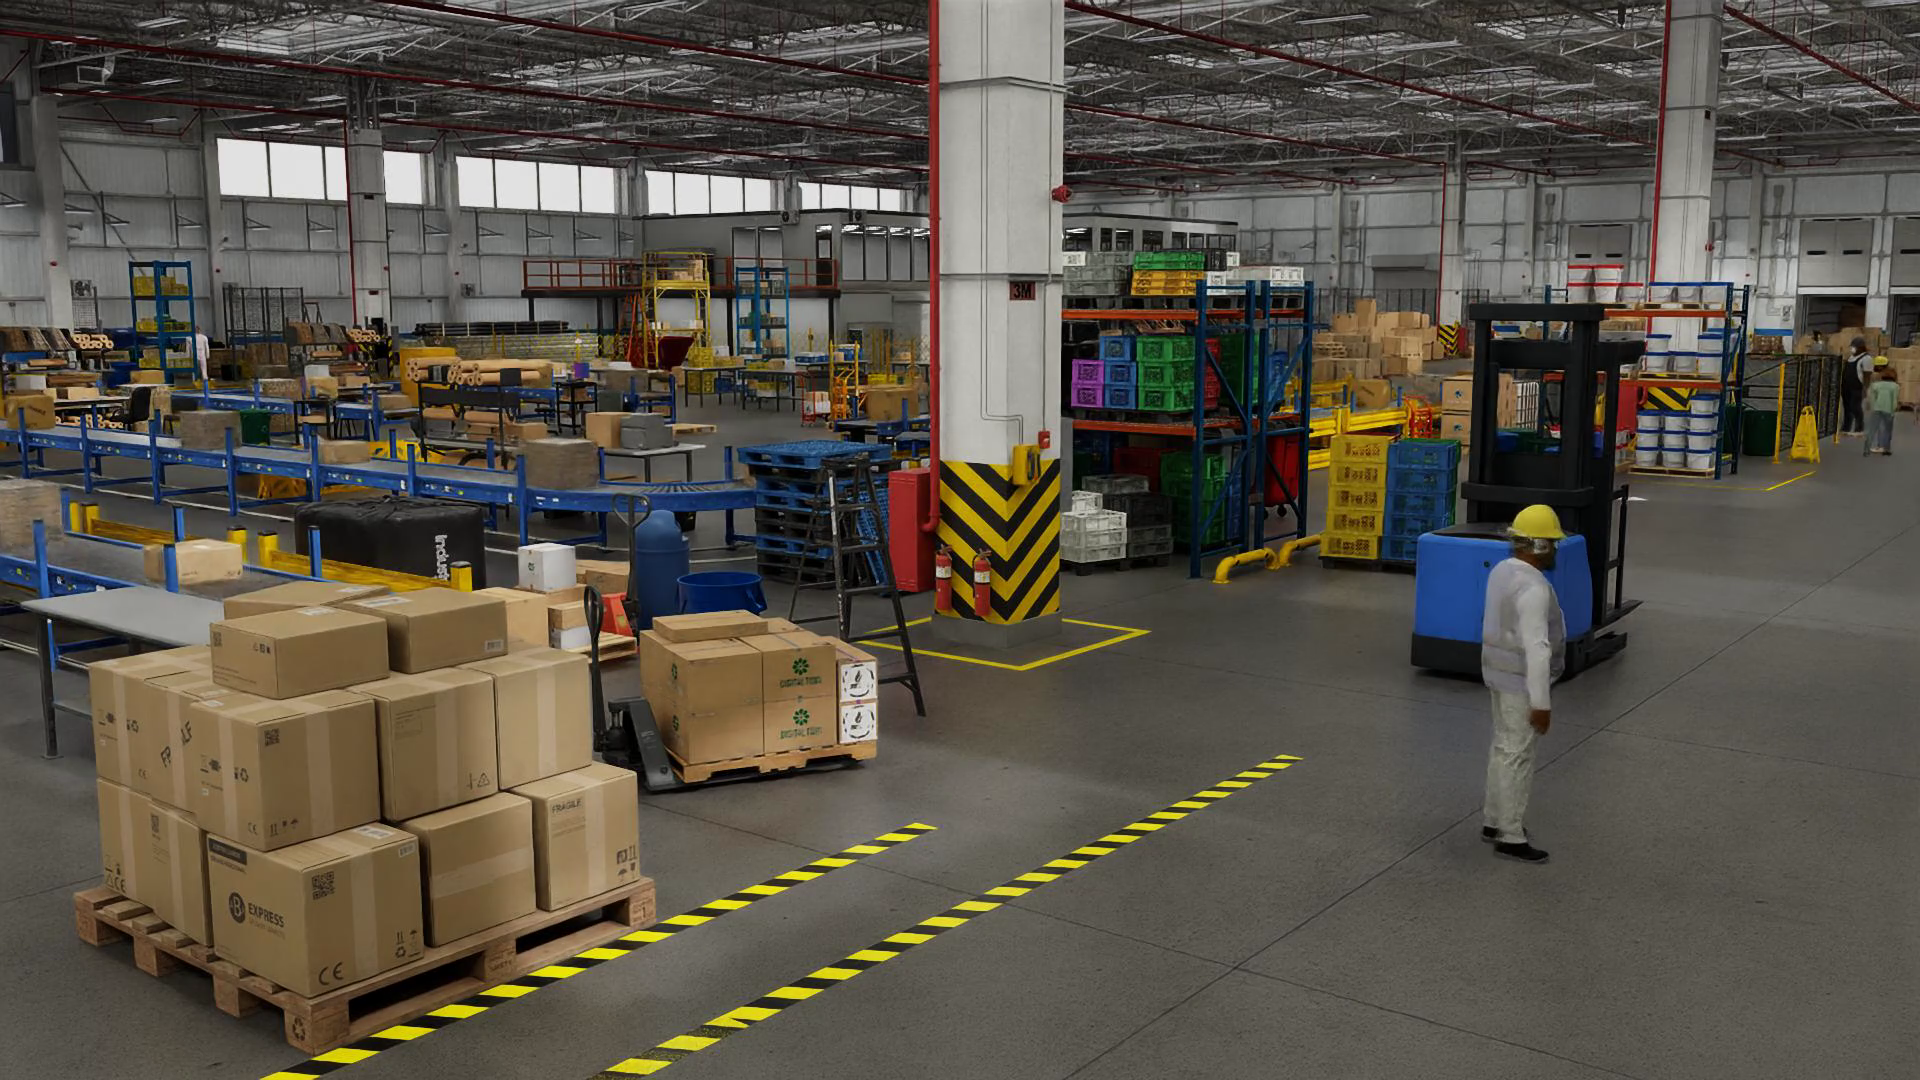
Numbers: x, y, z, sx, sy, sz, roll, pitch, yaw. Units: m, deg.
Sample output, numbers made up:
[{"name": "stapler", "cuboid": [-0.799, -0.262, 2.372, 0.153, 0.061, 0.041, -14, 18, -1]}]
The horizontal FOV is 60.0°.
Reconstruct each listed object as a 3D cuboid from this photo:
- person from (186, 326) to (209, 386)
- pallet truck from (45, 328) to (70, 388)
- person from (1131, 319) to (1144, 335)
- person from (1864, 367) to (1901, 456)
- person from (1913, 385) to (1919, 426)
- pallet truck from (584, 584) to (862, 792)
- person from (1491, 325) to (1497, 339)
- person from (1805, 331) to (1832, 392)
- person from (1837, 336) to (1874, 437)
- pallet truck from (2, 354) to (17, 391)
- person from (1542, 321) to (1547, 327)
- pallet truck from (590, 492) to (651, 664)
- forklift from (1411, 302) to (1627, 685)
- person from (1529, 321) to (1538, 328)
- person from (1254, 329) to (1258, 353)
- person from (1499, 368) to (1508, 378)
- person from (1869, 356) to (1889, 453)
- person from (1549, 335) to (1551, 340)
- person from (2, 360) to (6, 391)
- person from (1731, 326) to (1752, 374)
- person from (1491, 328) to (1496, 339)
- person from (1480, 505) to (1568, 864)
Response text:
[{"name": "person", "cuboid": [-23.532, -5.664, 51.356, 0.645, 1.905, 0.400, -4, 9, -24]}, {"name": "pallet truck", "cuboid": [-23.775, -4.544, 43.495, 1.885, 1.965, 0.823, 6, 10, 35]}, {"name": "person", "cuboid": [7.135, -7.873, 66.391, 0.684, 1.855, 0.615, -5, 10, -32]}, {"name": "person", "cuboid": [16.365, -2.272, 29.535, 0.782, 1.601, 0.519, -6, 10, -34]}, {"name": "person", "cuboid": [16.094, -2.044, 27.515, 0.529, 1.727, 0.816, 7, 11, 41]}, {"name": "pallet truck", "cuboid": [-1.426, 0.805, 10.019, 1.601, 1.201, 0.680, -4, 9, -26]}, {"name": "person", "cuboid": [17.062, -6.025, 53.753, 0.558, 1.918, 0.514, 4, 9, 24]}, {"name": "person", "cuboid": [25.125, -5.220, 48.668, 0.990, 1.824, 0.532, -1, 8, -4]}, {"name": "person", "cuboid": [18.037, -3.096, 33.589, 0.536, 2.000, 0.682, -1, 8, -5]}, {"name": "pallet truck", "cuboid": [-24.881, -4.417, 42.634, 1.885, 1.965, 0.823, 8, 11, 41]}, {"name": "person", "cuboid": [22.631, -7.552, 64.052, 0.488, 1.909, 0.649, -1, 8, -7]}, {"name": "pallet truck", "cuboid": [-3.115, 0.344, 12.883, 0.653, 1.274, 1.630, 7, 11, 37]}, {"name": "forklift", "cuboid": [4.379, -0.438, 12.852, 1.129, 2.768, 1.873, 7, 11, 37]}, {"name": "person", "cuboid": [26.275, -9.321, 76.219, 0.429, 1.844, 0.625, 1, 8, 4]}, {"name": "person", "cuboid": [9.213, -5.861, 52.749, 0.997, 1.894, 0.548, 3, 9, 18]}, {"name": "person", "cuboid": [12.968, -3.887, 40.067, 0.533, 1.697, 0.322, -2, 9, -12]}, {"name": "person", "cuboid": [16.740, -2.468, 30.312, 0.343, 1.762, 0.525, 3, 9, 18]}, {"name": "person", "cuboid": [14.325, -3.997, 40.091, 0.994, 1.920, 0.619, 7, 11, 41]}, {"name": "person", "cuboid": [-19.737, -3.106, 33.829, 0.613, 2.003, 0.926, -2, 9, -14]}, {"name": "person", "cuboid": [26.613, -6.384, 56.497, 0.627, 1.817, 0.776, -1, 9, -7]}, {"name": "person", "cuboid": [13.784, -4.545, 43.522, 0.396, 1.991, 0.610, 2, 9, 12]}, {"name": "person", "cuboid": [2.897, 0.729, 8.565, 0.403, 1.816, 0.667, 0, 8, -2]}]
